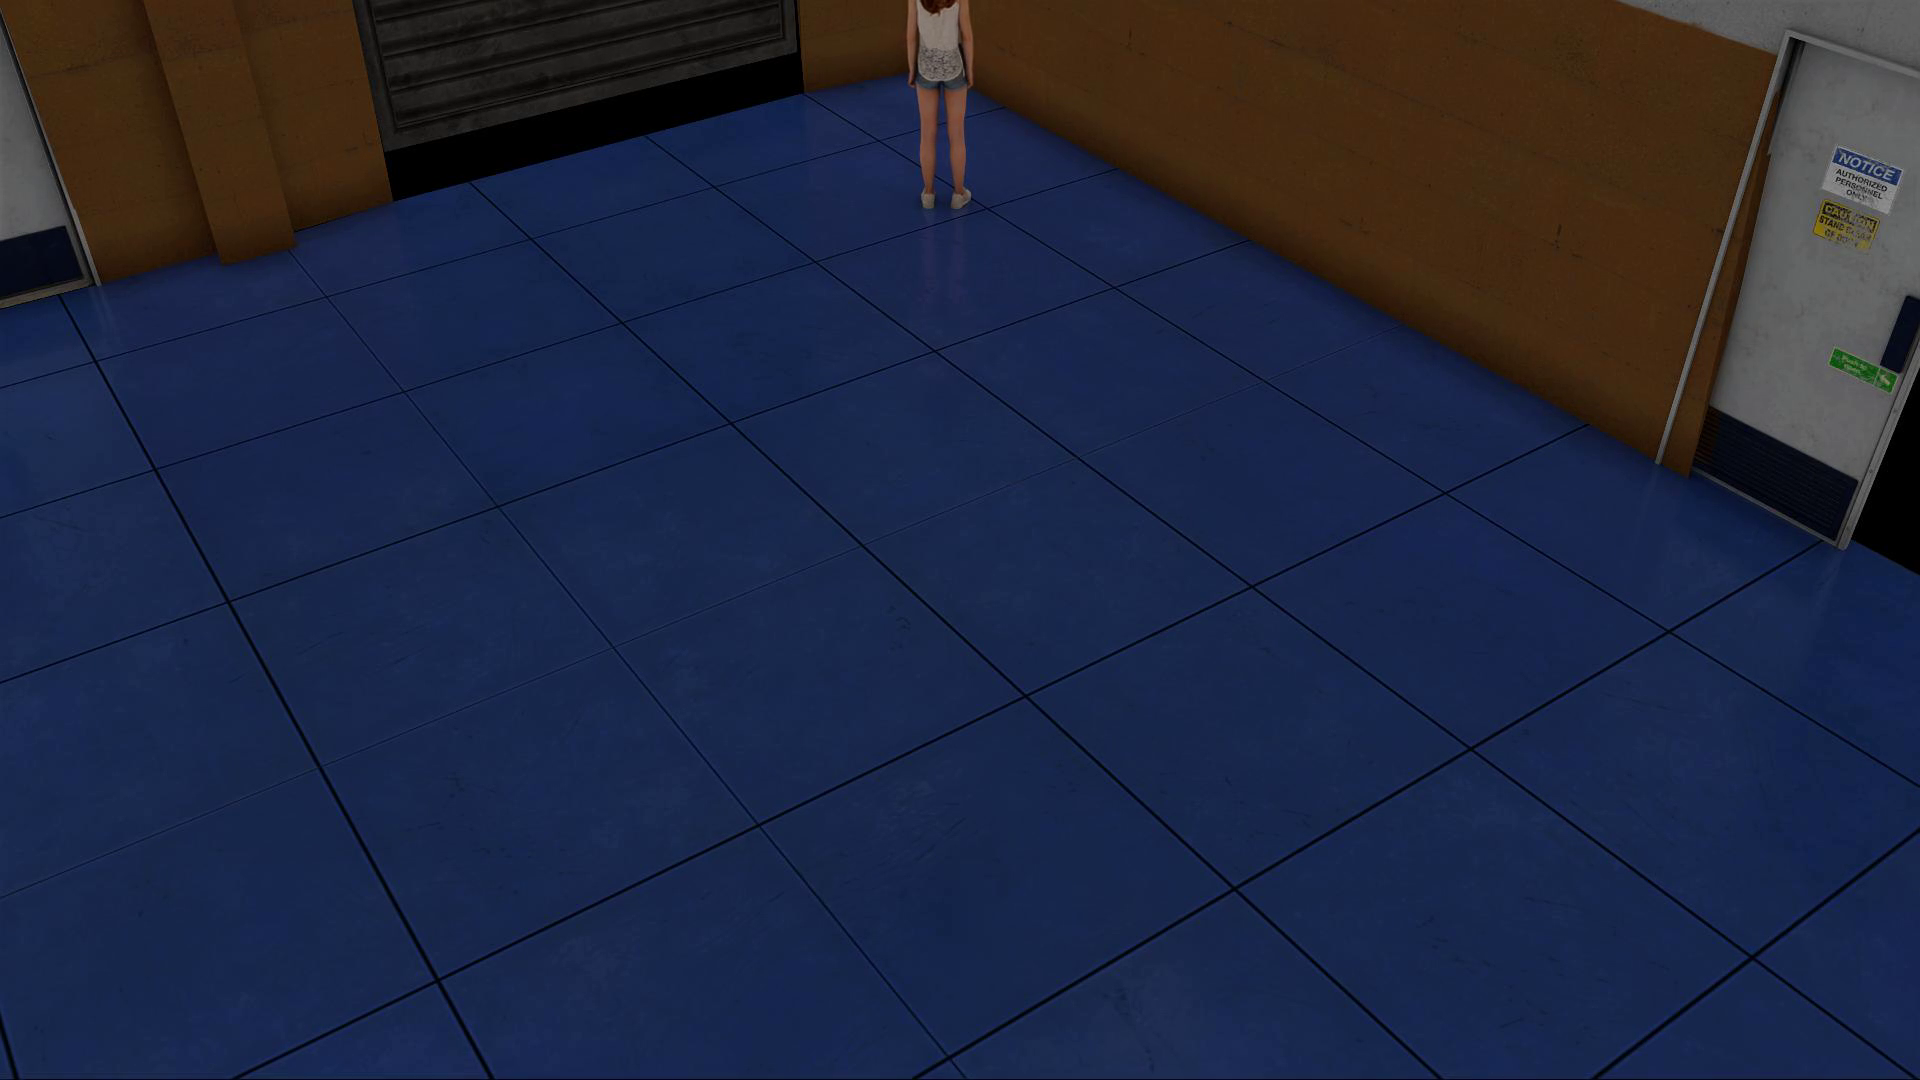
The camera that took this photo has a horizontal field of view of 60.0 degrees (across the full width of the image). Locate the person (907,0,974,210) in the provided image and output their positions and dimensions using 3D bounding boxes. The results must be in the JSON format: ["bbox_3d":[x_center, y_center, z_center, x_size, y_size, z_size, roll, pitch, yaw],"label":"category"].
[{"bbox_3d":[-0.123,-2.957,10.622,0.639,1.759,0.709,5,37,6],"label":"person"}]
